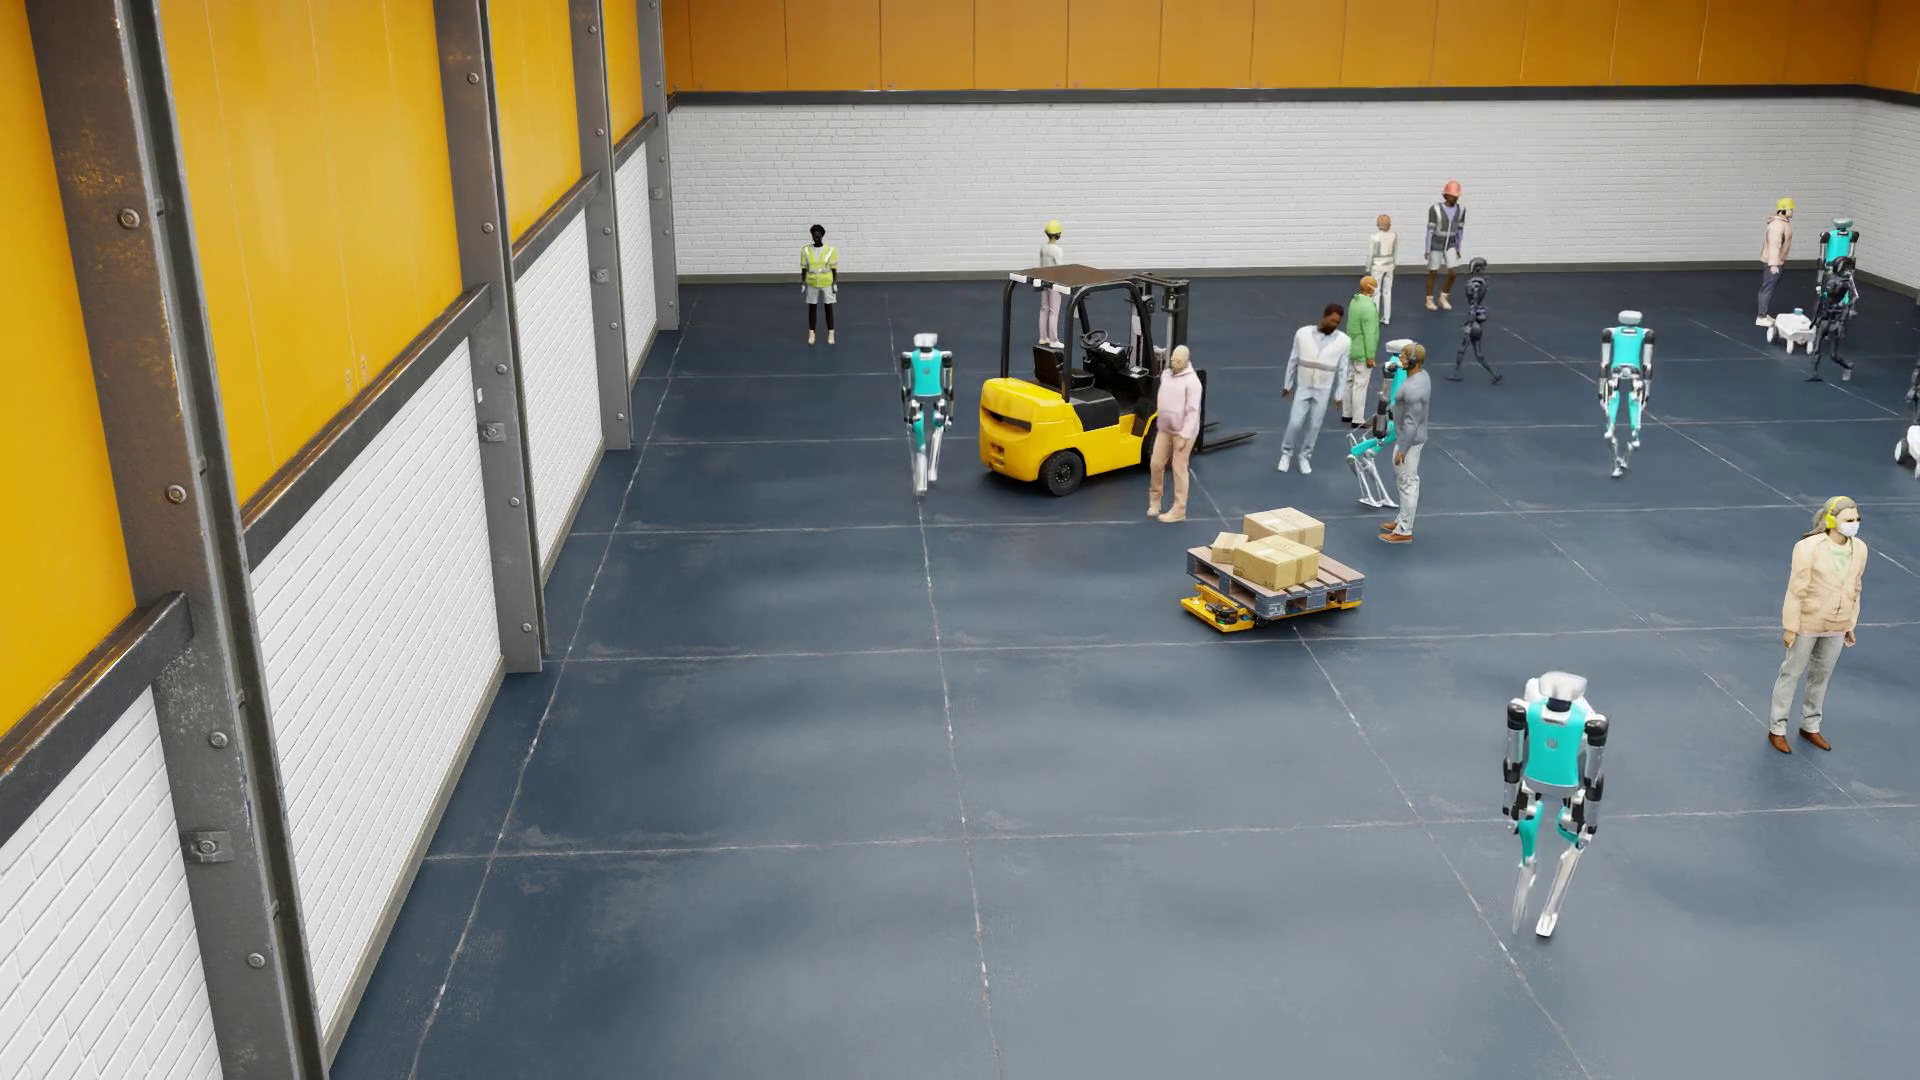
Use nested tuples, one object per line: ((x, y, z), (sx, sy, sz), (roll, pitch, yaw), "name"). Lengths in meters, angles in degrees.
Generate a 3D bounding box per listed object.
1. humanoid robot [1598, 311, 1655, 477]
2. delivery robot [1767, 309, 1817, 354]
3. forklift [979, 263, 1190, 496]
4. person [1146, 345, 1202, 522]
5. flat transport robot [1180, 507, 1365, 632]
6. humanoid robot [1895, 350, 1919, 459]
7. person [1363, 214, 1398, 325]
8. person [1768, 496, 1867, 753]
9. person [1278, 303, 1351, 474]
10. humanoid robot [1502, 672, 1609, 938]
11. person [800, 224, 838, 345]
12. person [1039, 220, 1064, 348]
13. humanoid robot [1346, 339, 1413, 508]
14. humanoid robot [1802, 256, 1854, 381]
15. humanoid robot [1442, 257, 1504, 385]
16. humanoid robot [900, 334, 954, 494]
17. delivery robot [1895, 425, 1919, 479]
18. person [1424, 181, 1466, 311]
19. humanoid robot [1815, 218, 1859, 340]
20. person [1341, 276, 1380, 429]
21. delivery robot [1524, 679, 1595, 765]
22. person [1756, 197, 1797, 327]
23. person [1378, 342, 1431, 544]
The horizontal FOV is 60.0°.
((7.002, -1.491, 17.549), (0.558, 1.732, 0.911), (6, 21, 16), "humanoid robot")
((11.640, -2.924, 23.192), (0.499, 0.604, 0.801), (3, 20, 7), "delivery robot")
((1.315, -1.764, 17.646), (2.313, 2.155, 1.214), (-14, 24, -33), "forklift")
((2.107, -1.055, 16.327), (0.466, 1.762, 0.564), (-18, 26, -39), "person")
((2.679, 0.492, 14.286), (1.431, 0.231, 0.659), (-9, 22, -24), "flat transport robot")
((10.675, -1.705, 18.255), (0.609, 1.650, 0.353), (-3, 20, -9), "humanoid robot")
((6.174, -3.951, 24.409), (0.540, 1.632, 0.318), (-8, 22, -21), "person")
((6.036, 0.582, 11.714), (0.553, 1.877, 0.414), (-3, 20, -8), "person")
((3.778, -1.607, 17.683), (0.679, 1.867, 0.405), (4, 21, 11), "person")
((3.378, 1.524, 9.452), (0.540, 1.850, 0.782), (11, 23, 28), "humanoid robot")
((-1.970, -3.578, 23.323), (0.533, 1.685, 0.319), (1, 20, 3), "person")
((1.291, -3.559, 23.146), (0.304, 1.772, 0.524), (-12, 23, -29), "person")
((4.148, -1.174, 16.620), (0.679, 1.751, 0.545), (18, 27, 41), "humanoid robot")
((11.247, -2.839, 21.330), (0.588, 1.636, 0.600), (-5, 21, -14), "humanoid robot")
((6.652, -2.795, 21.274), (0.738, 1.648, 0.599), (7, 21, 17), "humanoid robot")
((-0.330, -1.322, 17.086), (0.543, 1.728, 1.022), (0, 20, 0), "humanoid robot")
((10.438, -0.989, 17.898), (0.499, 0.589, 0.782), (6, 21, 16), "delivery robot")
((7.337, -4.452, 25.254), (0.609, 2.004, 0.612), (-2, 20, -6), "person")
((12.250, -3.593, 23.093), (0.533, 1.676, 0.735), (-1, 20, -4), "humanoid robot")
((4.688, -2.191, 19.402), (0.384, 1.783, 0.548), (-4, 21, -10), "person")
((4.252, 1.270, 11.777), (0.499, 0.612, 0.815), (0, 20, 0), "delivery robot")
((11.966, -4.094, 24.456), (0.409, 1.871, 0.793), (11, 23, 28), "person")
((4.218, -0.917, 15.705), (0.372, 1.940, 0.626), (7, 21, 19), "person")
